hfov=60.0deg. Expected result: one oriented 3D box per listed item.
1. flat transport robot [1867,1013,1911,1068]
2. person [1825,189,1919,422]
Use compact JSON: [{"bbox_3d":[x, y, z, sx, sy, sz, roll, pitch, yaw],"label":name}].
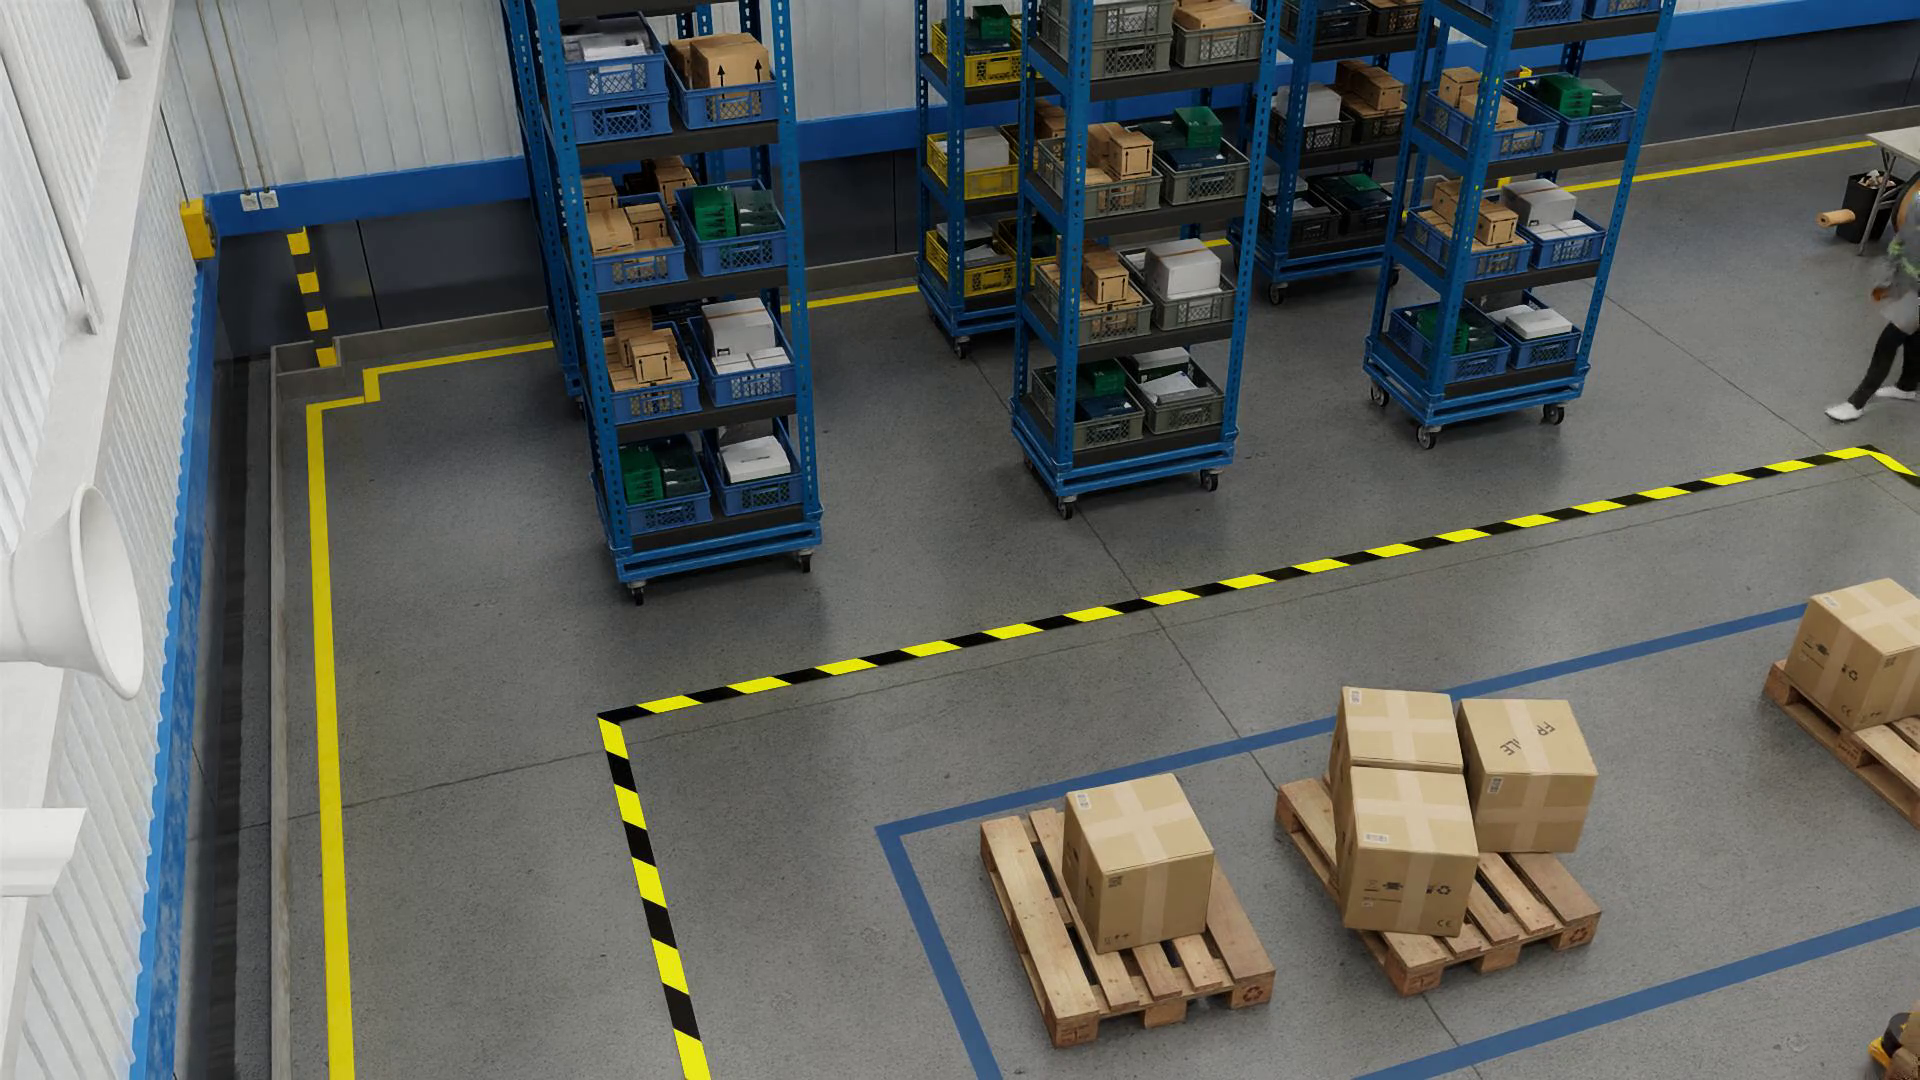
[{"bbox_3d":[4.499,2.375,6.664,0.652,0.197,1.431,-18,39,-24],"label":"flat transport robot"},{"bbox_3d":[6.304,-1.625,11.044,0.829,1.791,0.613,1,35,1],"label":"person"}]
